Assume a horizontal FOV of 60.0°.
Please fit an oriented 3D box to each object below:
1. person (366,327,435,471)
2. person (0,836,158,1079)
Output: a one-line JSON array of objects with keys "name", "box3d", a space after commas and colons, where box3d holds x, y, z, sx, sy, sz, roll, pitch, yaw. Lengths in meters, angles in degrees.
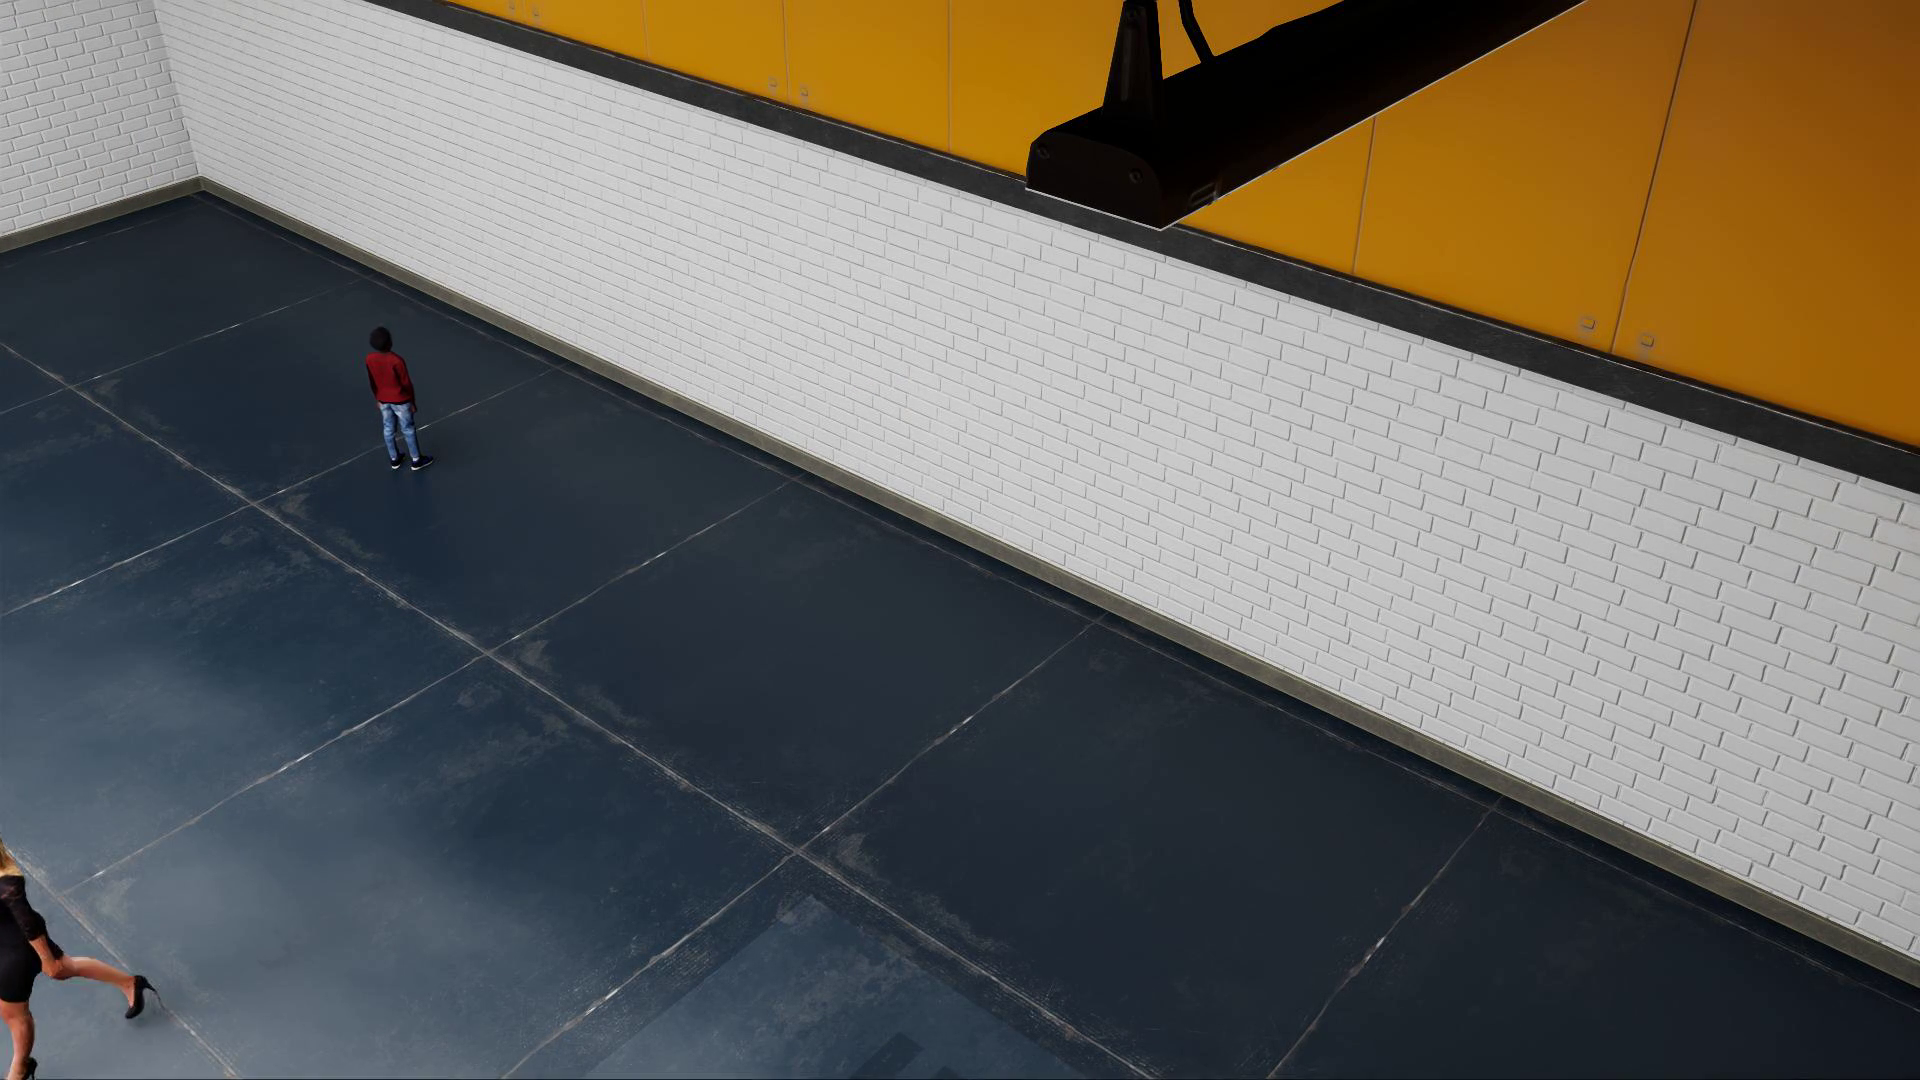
[{"name": "person", "box3d": [-4.502, -1.133, 13.226, 0.584, 1.254, 0.613, 8, 34, 11]}, {"name": "person", "box3d": [-4.526, 1.968, 8.213, 1.085, 1.639, 0.632, -28, 43, -36]}]
